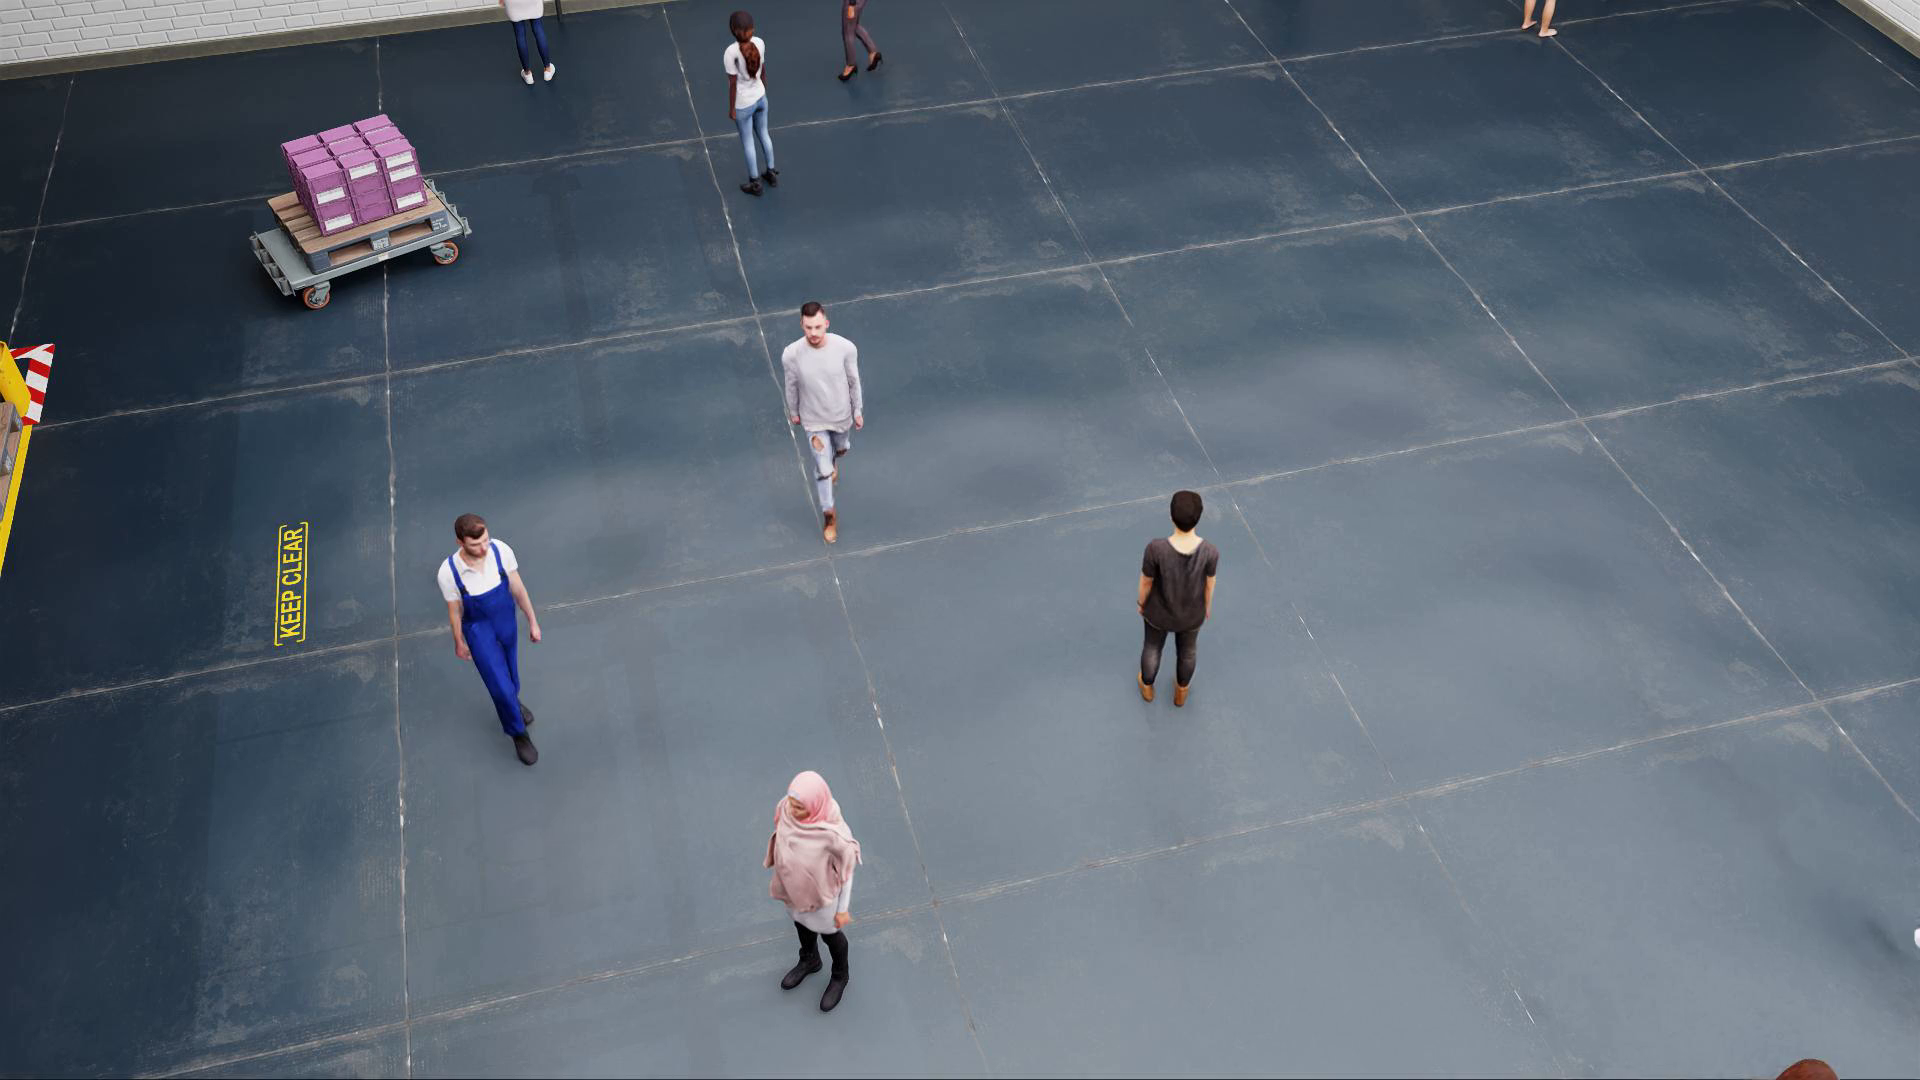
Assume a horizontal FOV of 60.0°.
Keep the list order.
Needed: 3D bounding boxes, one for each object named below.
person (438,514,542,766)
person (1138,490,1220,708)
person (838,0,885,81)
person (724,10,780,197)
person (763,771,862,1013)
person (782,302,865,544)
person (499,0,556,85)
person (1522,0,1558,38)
[{"bbox_3d":[-2.897,0.477,10.129,0.861,1.829,0.998,-32,52,-29],"label":"person"},{"bbox_3d":[1.348,0.395,10.298,0.696,1.714,0.691,4,44,4],"label":"person"},{"bbox_3d":[-0.977,-5.269,16.290,0.763,1.650,0.702,4,44,4],"label":"person"},{"bbox_3d":[-1.870,-3.890,14.793,0.679,1.719,0.663,32,52,29],"label":"person"},{"bbox_3d":[-0.767,1.826,8.731,0.729,1.804,0.796,24,49,23],"label":"person"},{"bbox_3d":[-0.935,-0.937,11.627,0.728,1.810,1.132,-8,44,-8],"label":"person"},{"bbox_3d":[-4.288,-5.336,16.269,0.611,1.776,0.516,-12,45,-12],"label":"person"},{"bbox_3d":[6.092,-5.978,17.068,0.698,1.604,0.596,-26,50,-25],"label":"person"}]
